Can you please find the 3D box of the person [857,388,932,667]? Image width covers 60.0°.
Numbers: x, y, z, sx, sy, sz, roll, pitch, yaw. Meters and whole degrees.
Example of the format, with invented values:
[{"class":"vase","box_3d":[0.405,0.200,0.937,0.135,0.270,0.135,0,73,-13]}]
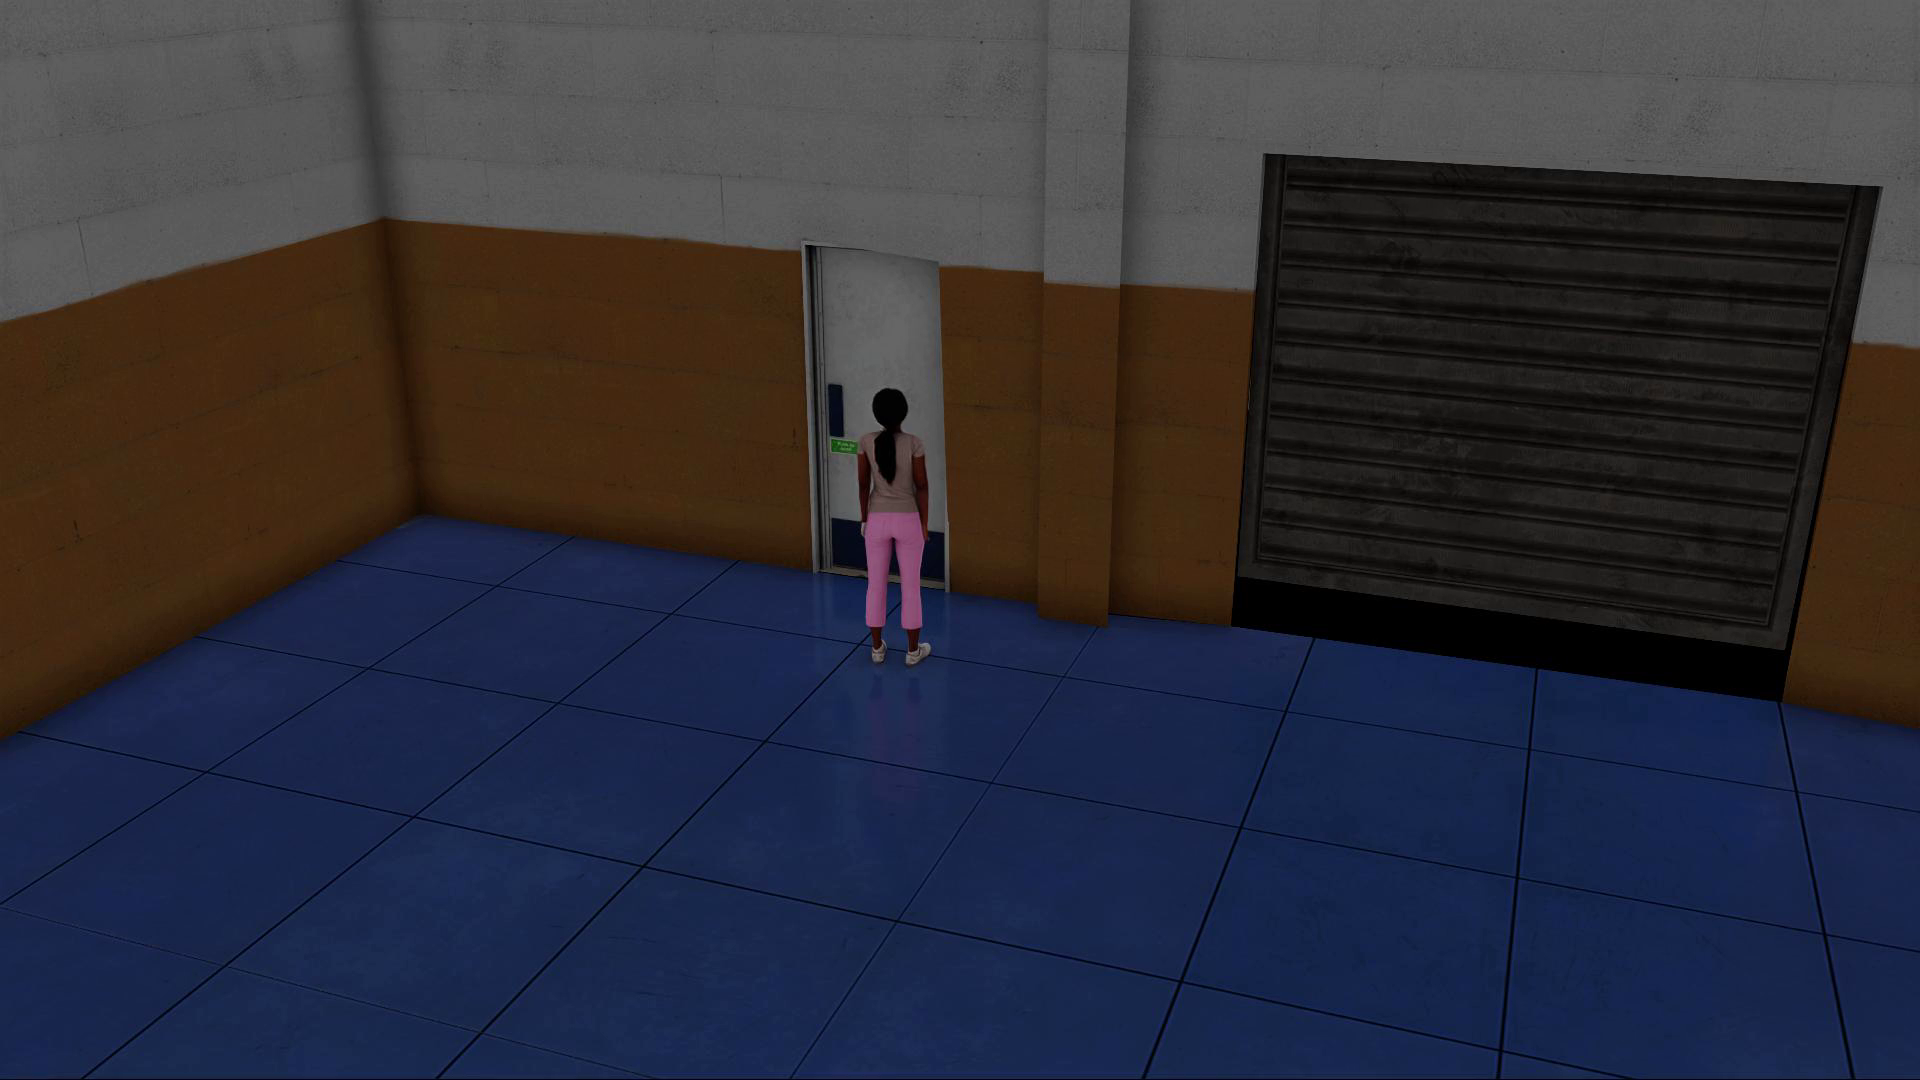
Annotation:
[{"class":"person","box_3d":[-0.395,-0.080,9.890,0.507,1.737,0.664,4,22,9]}]
